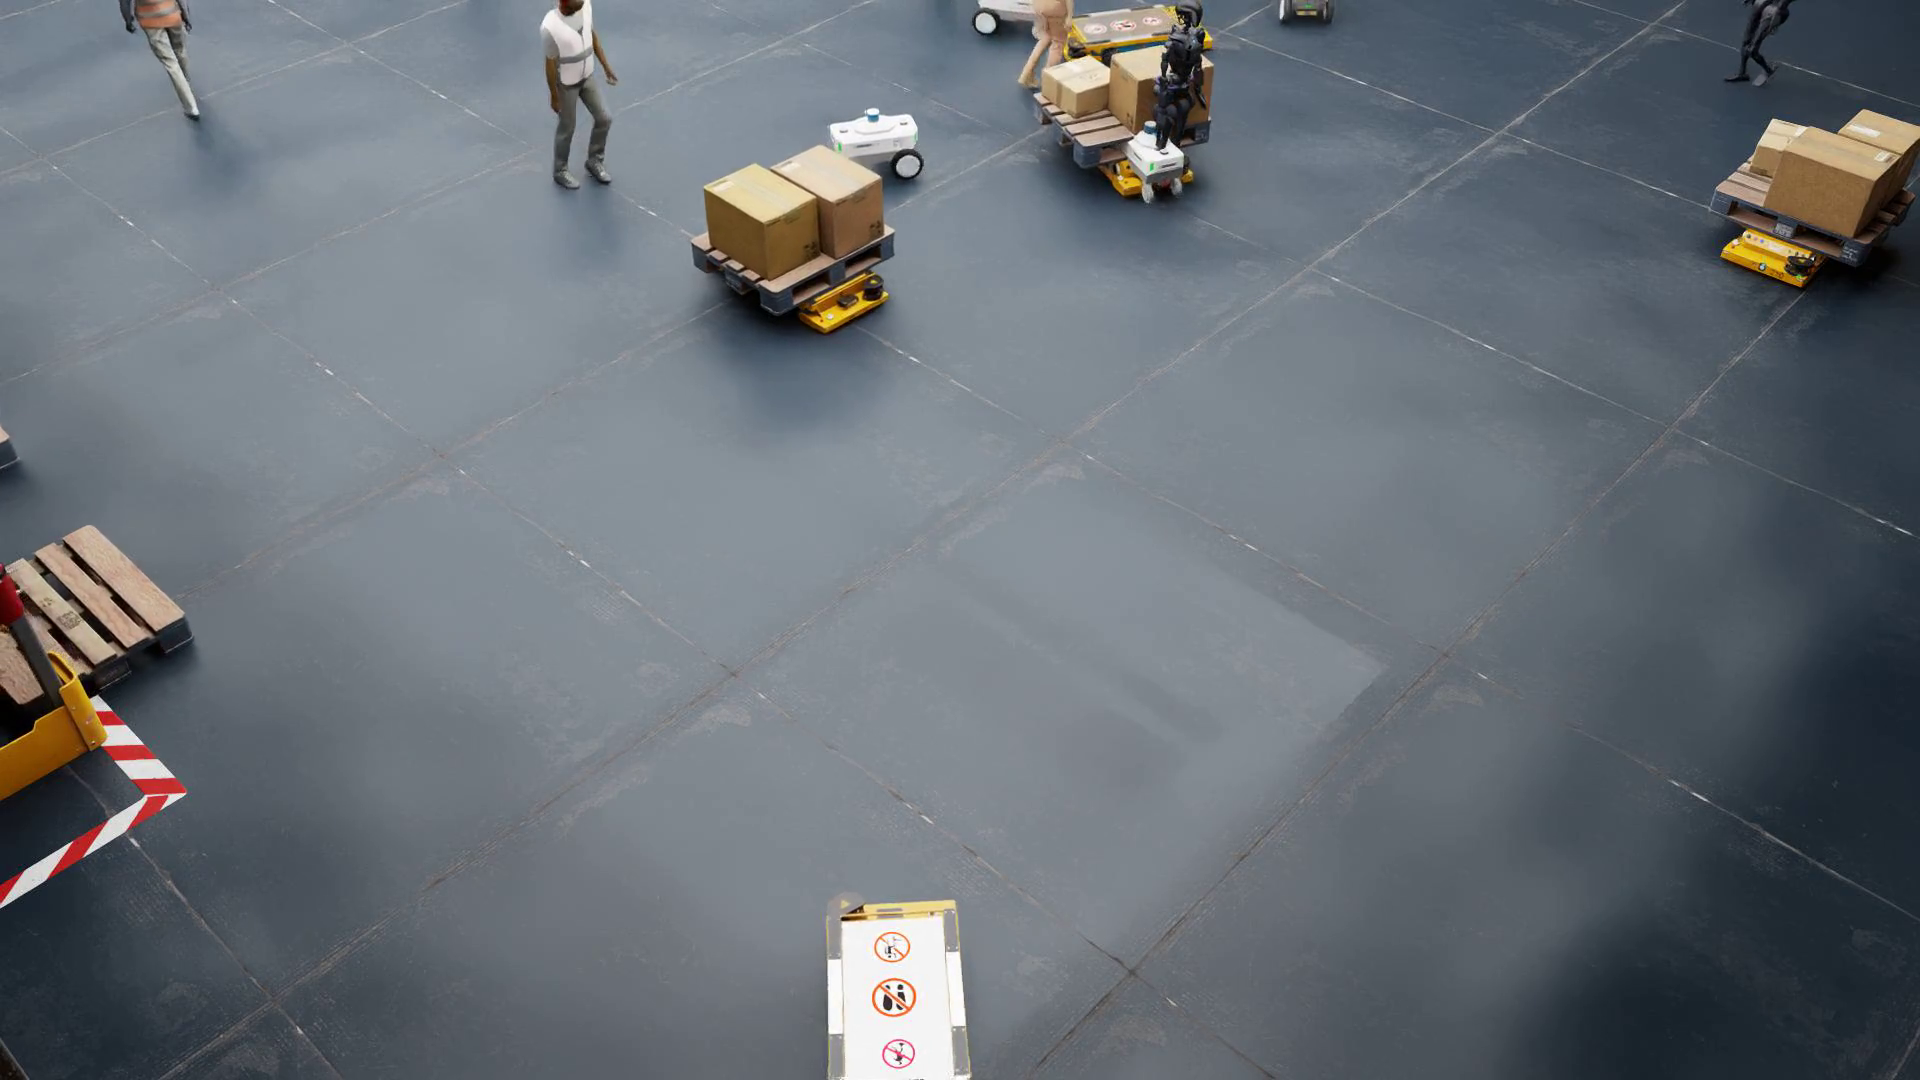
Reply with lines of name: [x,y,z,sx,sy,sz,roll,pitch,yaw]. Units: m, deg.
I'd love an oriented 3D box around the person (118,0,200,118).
person: [-7.036,-4.561,14.604,0.514,1.588,0.848,-32,51,-30]

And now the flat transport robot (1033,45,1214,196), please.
flat transport robot: [1.382,-3.433,14.341,0.659,0.231,1.431,-16,44,-17]

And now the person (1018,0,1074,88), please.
person: [0.839,-4.747,14.734,0.498,1.711,0.526,-16,44,-17]

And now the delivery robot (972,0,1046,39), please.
delivery robot: [0.533,-5.185,16.065,0.757,0.580,0.499,10,43,11]

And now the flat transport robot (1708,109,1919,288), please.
flat transport robot: [6.719,-2.492,13.295,0.659,0.231,1.431,32,51,30]

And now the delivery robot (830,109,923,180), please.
delivery robot: [-0.715,-3.351,14.024,0.769,0.577,0.499,-10,43,-11]

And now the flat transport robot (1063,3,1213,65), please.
flat transport robot: [1.629,-4.830,15.894,1.431,0.231,0.659,-11,43,-12]

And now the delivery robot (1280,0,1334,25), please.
delivery robot: [3.397,-5.430,16.342,0.499,0.587,0.788,1,42,1]

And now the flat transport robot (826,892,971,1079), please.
flat transport robot: [-0.301,2.318,7.949,0.659,0.231,1.431,-3,42,-3]

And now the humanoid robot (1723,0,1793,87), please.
humanoid robot: [7.254,-4.837,14.846,0.394,1.639,0.589,-7,42,-8]

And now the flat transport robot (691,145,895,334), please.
flat transport robot: [-1.272,-2.070,12.826,0.659,0.231,1.431,-34,52,-32]

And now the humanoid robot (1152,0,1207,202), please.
humanoid robot: [1.760,-3.564,13.422,0.315,1.659,0.599,32,51,30]

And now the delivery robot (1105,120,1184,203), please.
delivery robot: [1.565,-3.216,13.891,0.499,0.601,0.805,-16,44,-17]

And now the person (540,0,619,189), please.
person: [-3.141,-3.743,13.545,0.548,1.797,0.590,21,46,21]
